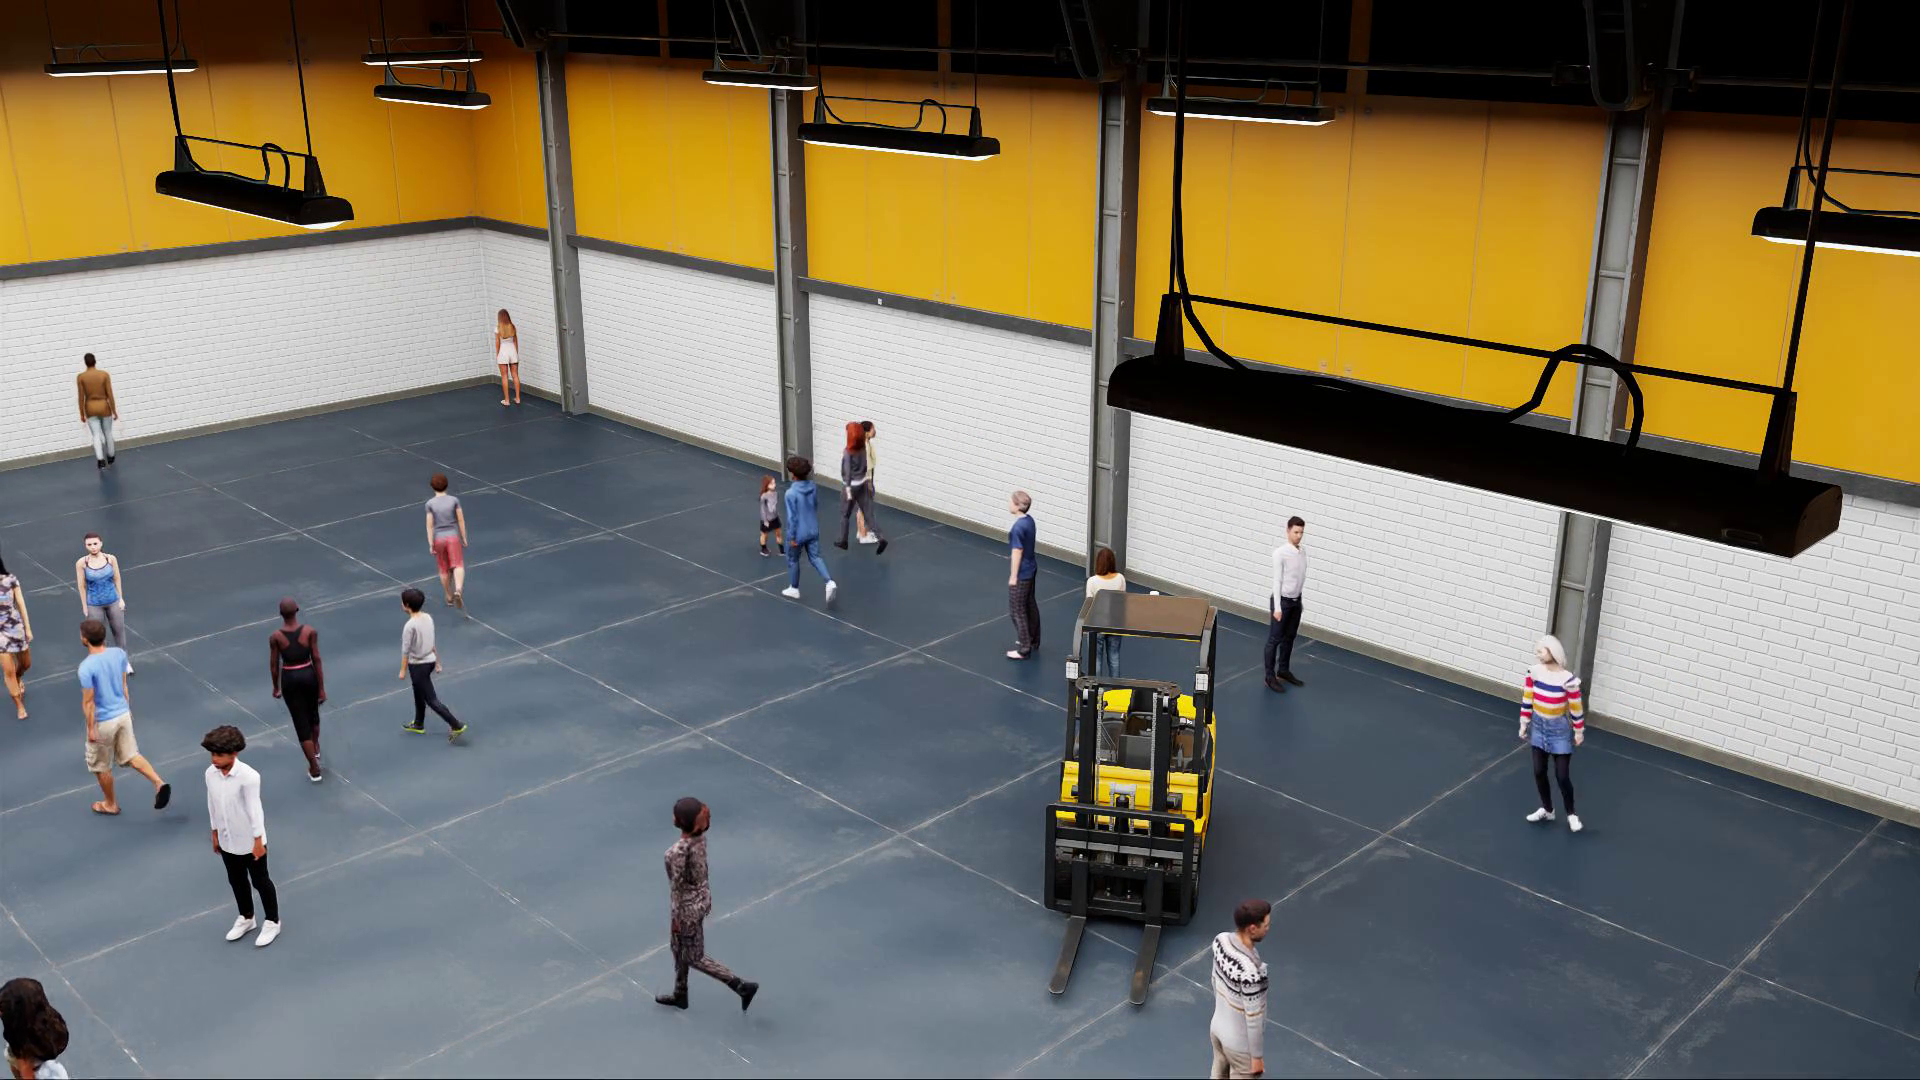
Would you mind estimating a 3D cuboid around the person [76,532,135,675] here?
[{"bbox_3d":[-9.109,0.678,17.690,0.605,1.610,0.597,-12,22,-32],"label":"person"}]

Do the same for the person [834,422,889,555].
[{"bbox_3d":[-1.271,-0.625,21.345,1.138,1.745,0.615,16,25,40],"label":"person"}]

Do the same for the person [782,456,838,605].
[{"bbox_3d":[-1.800,-0.090,19.705,0.663,1.779,1.073,-16,24,-39],"label":"person"}]

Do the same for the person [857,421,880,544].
[{"bbox_3d":[-1.254,-0.780,21.985,0.784,1.630,0.667,-4,19,-13],"label":"person"}]

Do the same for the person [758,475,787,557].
[{"bbox_3d":[-2.500,-0.316,21.456,0.683,1.089,0.504,16,24,39],"label":"person"}]

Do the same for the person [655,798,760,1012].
[{"bbox_3d":[-1.832,2.630,11.758,1.121,1.696,0.915,5,19,15],"label":"person"}]

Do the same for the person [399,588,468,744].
[{"bbox_3d":[-5.161,1.236,16.163,1.090,1.525,0.904,3,19,10],"label":"person"}]

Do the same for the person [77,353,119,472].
[{"bbox_3d":[-13.007,-1.905,25.083,0.879,1.786,1.171,-10,21,-27],"label":"person"}]

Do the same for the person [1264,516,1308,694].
[{"bbox_3d":[3.414,0.632,17.418,0.642,1.870,0.623,-14,23,-35],"label":"person"}]

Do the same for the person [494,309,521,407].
[{"bbox_3d":[-7.923,-3.218,29.126,0.606,1.694,0.607,-12,22,-32],"label":"person"}]

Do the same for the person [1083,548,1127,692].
[{"bbox_3d":[1.480,0.878,16.981,0.690,1.683,0.678,-7,20,-19],"label":"person"}]

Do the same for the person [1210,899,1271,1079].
[{"bbox_3d":[1.710,3.048,10.261,0.826,1.860,0.684,-6,19,-17],"label":"person"}]

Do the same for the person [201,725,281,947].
[{"bbox_3d":[-5.504,2.242,12.739,0.648,1.805,0.767,6,19,16],"label":"person"}]

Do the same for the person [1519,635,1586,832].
[{"bbox_3d":[5.210,1.678,14.464,0.552,1.773,0.863,13,22,33],"label":"person"}]

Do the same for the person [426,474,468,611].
[{"bbox_3d":[-6.006,0.048,19.517,0.862,1.637,1.057,-6,20,-18],"label":"person"}]

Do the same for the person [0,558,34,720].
[{"bbox_3d":[-9.643,0.913,16.823,0.643,1.717,1.012,-14,23,-36],"label":"person"}]

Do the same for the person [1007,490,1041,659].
[{"bbox_3d":[0.699,0.364,18.229,0.792,1.860,0.775,5,19,16],"label":"person"}]

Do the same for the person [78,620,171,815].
[{"bbox_3d":[-7.409,1.590,14.614,1.135,1.844,0.915,6,20,18],"label":"person"}]

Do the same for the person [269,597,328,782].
[{"bbox_3d":[-6.079,1.396,15.358,0.749,1.736,1.073,-10,21,-27],"label":"person"}]

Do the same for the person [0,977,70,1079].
[{"bbox_3d":[-5.379,3.298,9.911,0.912,1.608,0.952,-5,19,-14],"label":"person"}]
